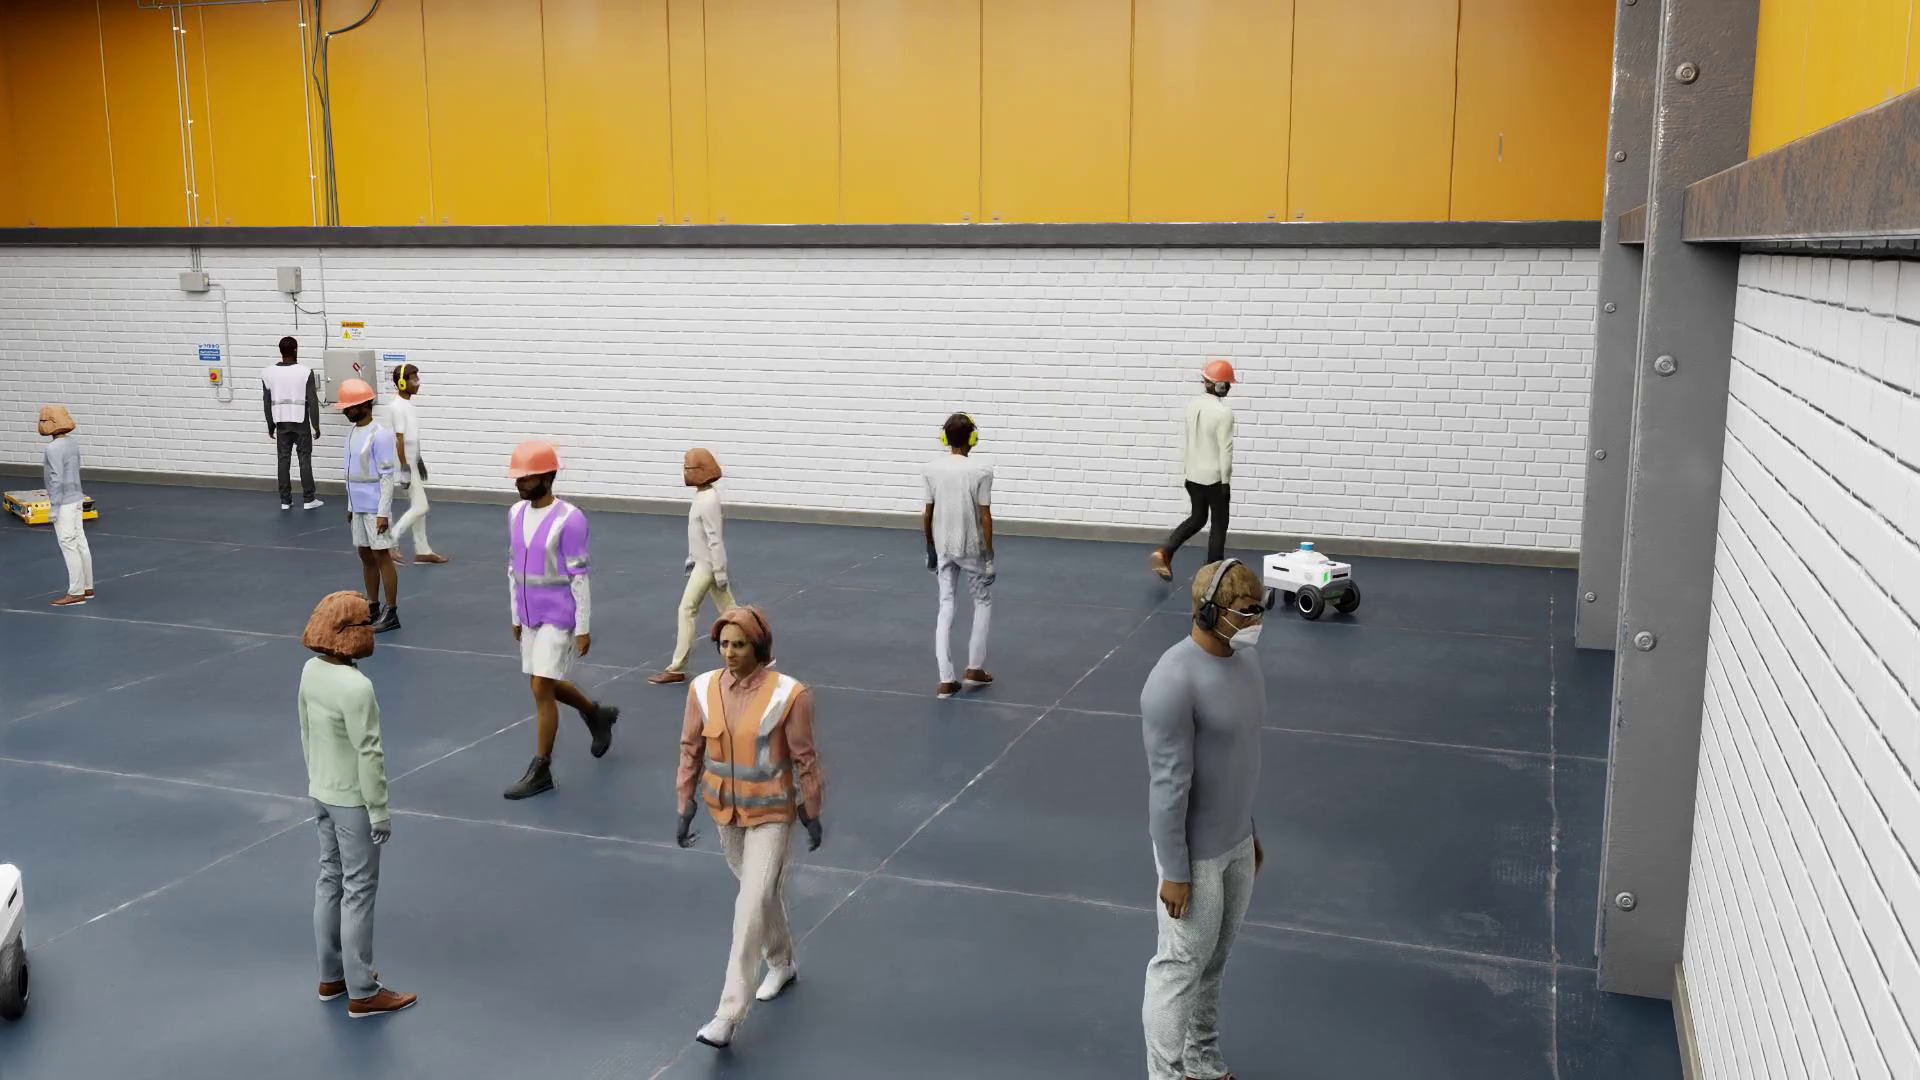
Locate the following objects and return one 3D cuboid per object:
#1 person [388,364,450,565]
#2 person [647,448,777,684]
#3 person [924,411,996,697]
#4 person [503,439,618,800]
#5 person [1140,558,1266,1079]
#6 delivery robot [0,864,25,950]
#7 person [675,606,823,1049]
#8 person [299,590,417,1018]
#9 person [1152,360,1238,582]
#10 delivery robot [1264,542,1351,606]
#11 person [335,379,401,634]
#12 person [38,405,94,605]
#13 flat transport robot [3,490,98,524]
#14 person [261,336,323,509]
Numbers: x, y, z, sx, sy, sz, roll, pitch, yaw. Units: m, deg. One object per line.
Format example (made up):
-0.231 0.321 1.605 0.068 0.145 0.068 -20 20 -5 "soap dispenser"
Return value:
-4.993 -0.679 15.153 0.537 1.860 0.551 -2 10 -13 "person"
-1.649 0.169 11.128 0.850 1.594 0.497 -1 10 -7 "person"
0.015 0.085 10.896 0.552 1.841 0.648 4 11 22 "person"
-2.180 0.388 9.021 0.553 1.915 0.826 7 12 34 "person"
0.818 1.007 5.453 0.373 1.935 0.628 7 12 33 "person"
-3.868 1.476 6.424 0.477 0.478 0.707 -4 11 -19 "delivery robot"
-0.821 1.042 6.174 0.542 1.591 0.859 5 11 24 "person"
-2.329 0.997 6.352 0.507 1.632 0.264 10 14 43 "person"
2.042 -0.547 14.141 0.746 1.966 0.615 -6 12 -29 "person"
2.765 0.260 13.277 0.477 0.478 0.707 -7 12 -35 "delivery robot"
-4.490 -0.255 12.574 0.543 1.928 0.373 9 13 41 "person"
-7.308 -0.285 13.572 0.265 1.632 0.508 -1 10 -8 "person"
-9.845 -0.385 17.969 0.652 0.197 1.431 -8 13 -38 "flat transport robot"
-7.406 -1.295 18.458 0.595 1.918 0.386 0 10 -1 "person"
